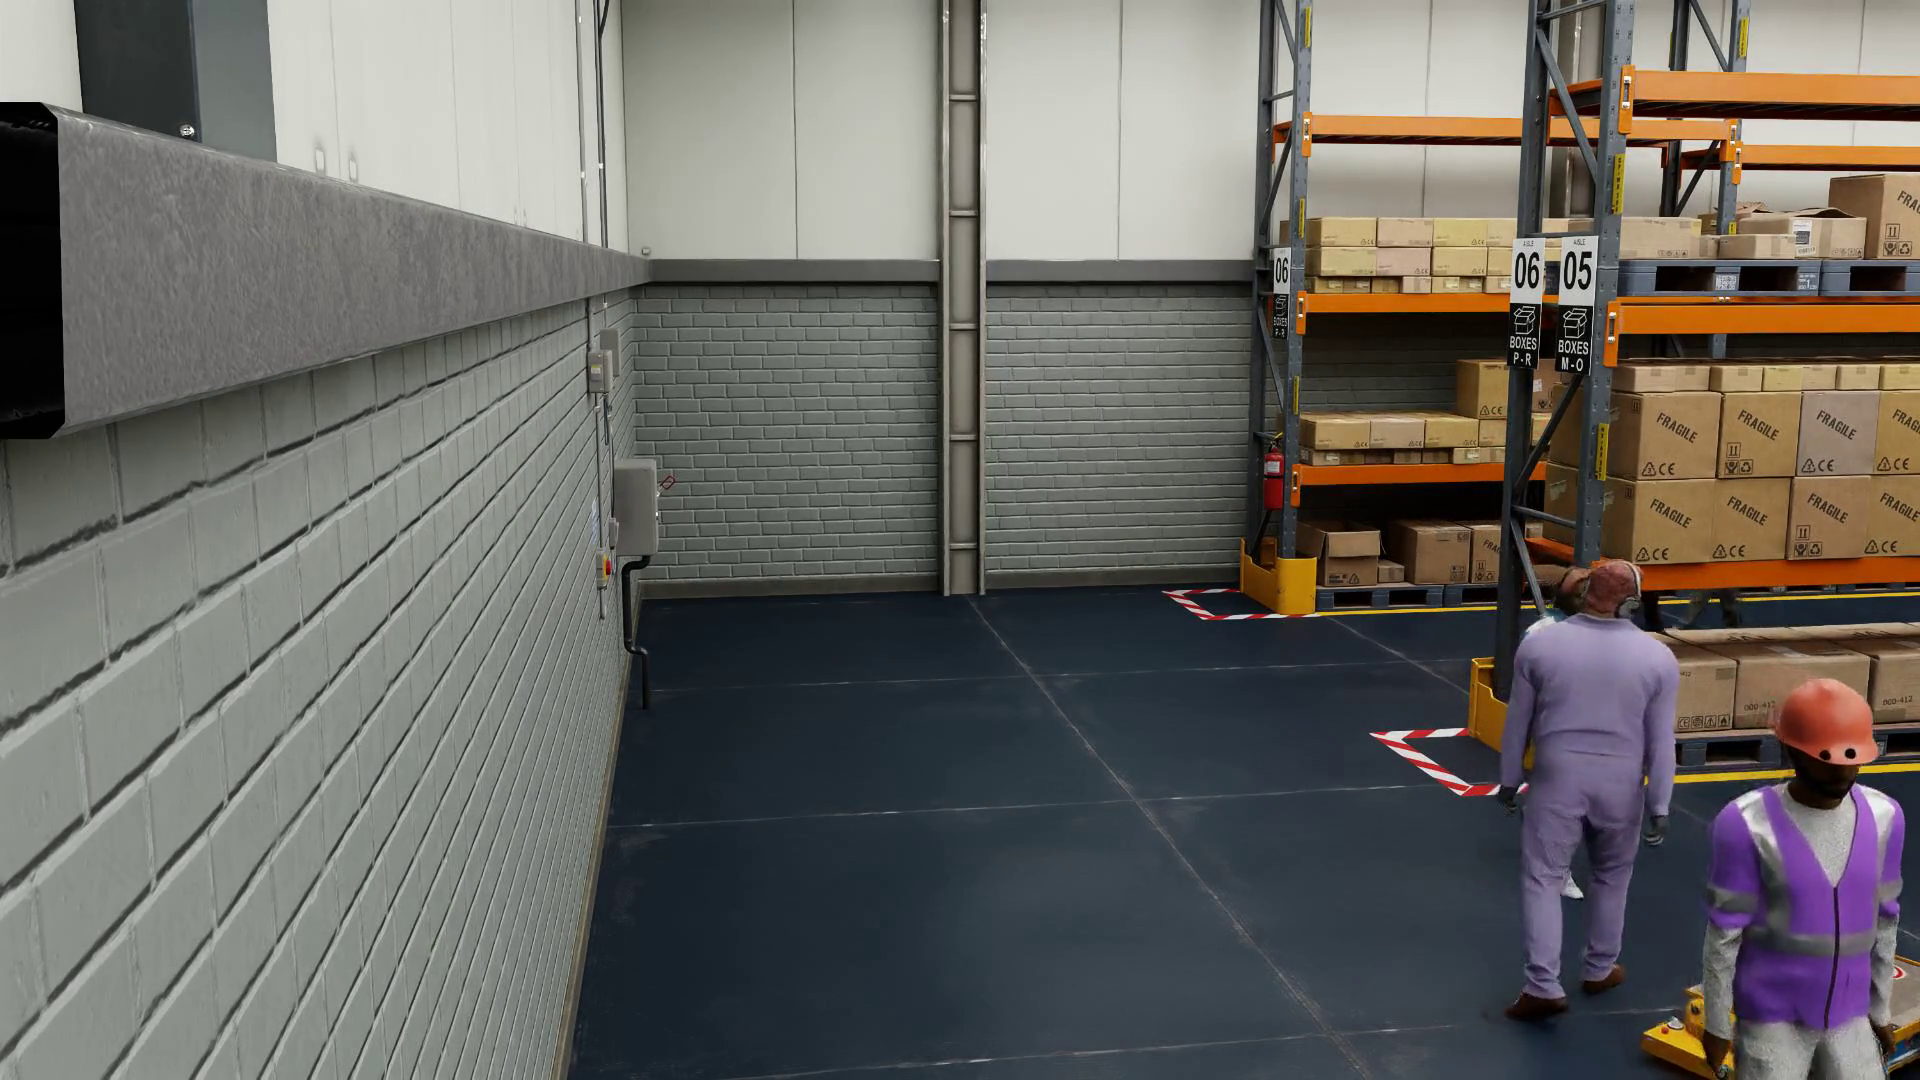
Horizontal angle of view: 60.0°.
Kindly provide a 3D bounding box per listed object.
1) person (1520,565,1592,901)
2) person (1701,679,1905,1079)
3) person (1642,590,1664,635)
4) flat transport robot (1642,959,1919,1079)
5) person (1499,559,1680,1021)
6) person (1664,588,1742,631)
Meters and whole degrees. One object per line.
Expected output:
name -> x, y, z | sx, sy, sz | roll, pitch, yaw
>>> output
person -> 2.961, 0.902, 8.222 | 0.530, 1.616, 0.604 | -2, 9, -12
person -> 2.395, 1.315, 4.753 | 0.571, 1.919, 0.474 | -1, 9, -4
person -> 5.067, 0.040, 12.457 | 1.109, 1.985, 0.607 | 0, 9, 0
flat transport robot -> 3.393, 1.854, 6.503 | 1.431, 0.197, 0.652 | -6, 11, -33
person -> 2.560, 1.016, 6.814 | 0.676, 1.890, 0.713 | 3, 10, 20
person -> 6.030, -0.086, 13.501 | 0.933, 1.875, 0.614 | -2, 9, -13
